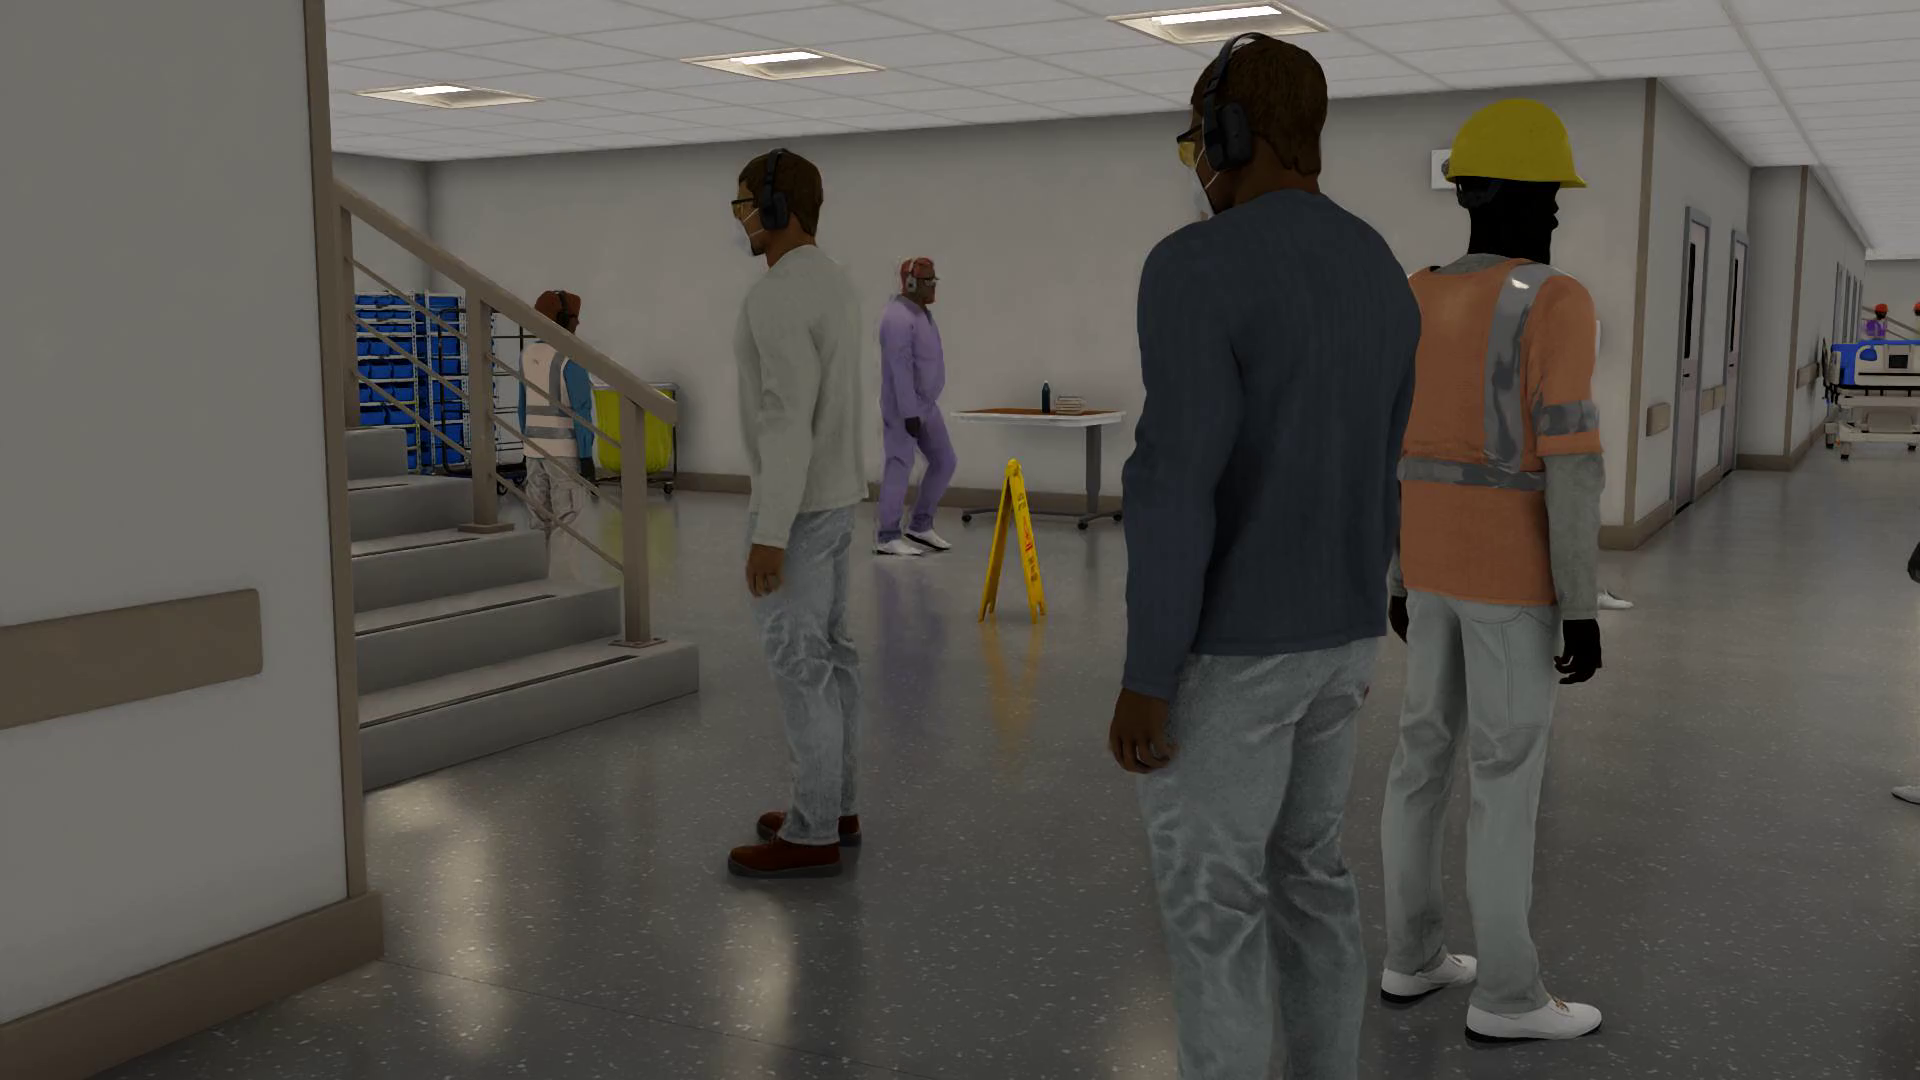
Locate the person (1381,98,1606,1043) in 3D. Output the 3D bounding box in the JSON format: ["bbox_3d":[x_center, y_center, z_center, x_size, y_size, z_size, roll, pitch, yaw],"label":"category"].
[{"bbox_3d":[1.102,0.066,3.475,0.370,1.929,0.585,-4,8,-27],"label":"person"}]

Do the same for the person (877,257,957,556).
[{"bbox_3d":[-0.271,-0.830,10.536,0.577,1.892,0.663,3,8,19],"label":"person"}]

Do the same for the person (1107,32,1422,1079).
[{"bbox_3d":[0.480,0.176,2.651,0.388,1.927,0.640,7,10,44],"label":"person"}]

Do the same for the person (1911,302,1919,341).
[{"bbox_3d":[22.194,-4.514,38.533,0.635,1.966,0.628,2,8,18],"label":"person"}]

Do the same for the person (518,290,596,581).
[{"bbox_3d":[-1.977,-0.401,8.175,0.522,1.638,0.311,7,10,41],"label":"person"}]

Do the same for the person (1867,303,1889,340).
[{"bbox_3d":[19.690,-4.129,35.786,0.575,1.919,0.569,-3,8,-25],"label":"person"}]

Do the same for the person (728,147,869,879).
[{"bbox_3d":[-0.432,-0.068,4.475,0.357,1.937,0.637,1,7,9],"label":"person"}]

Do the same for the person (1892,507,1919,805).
[{"bbox_3d":[3.099,0.009,5.016,0.522,1.639,0.305,-2,8,-18],"label":"person"}]
